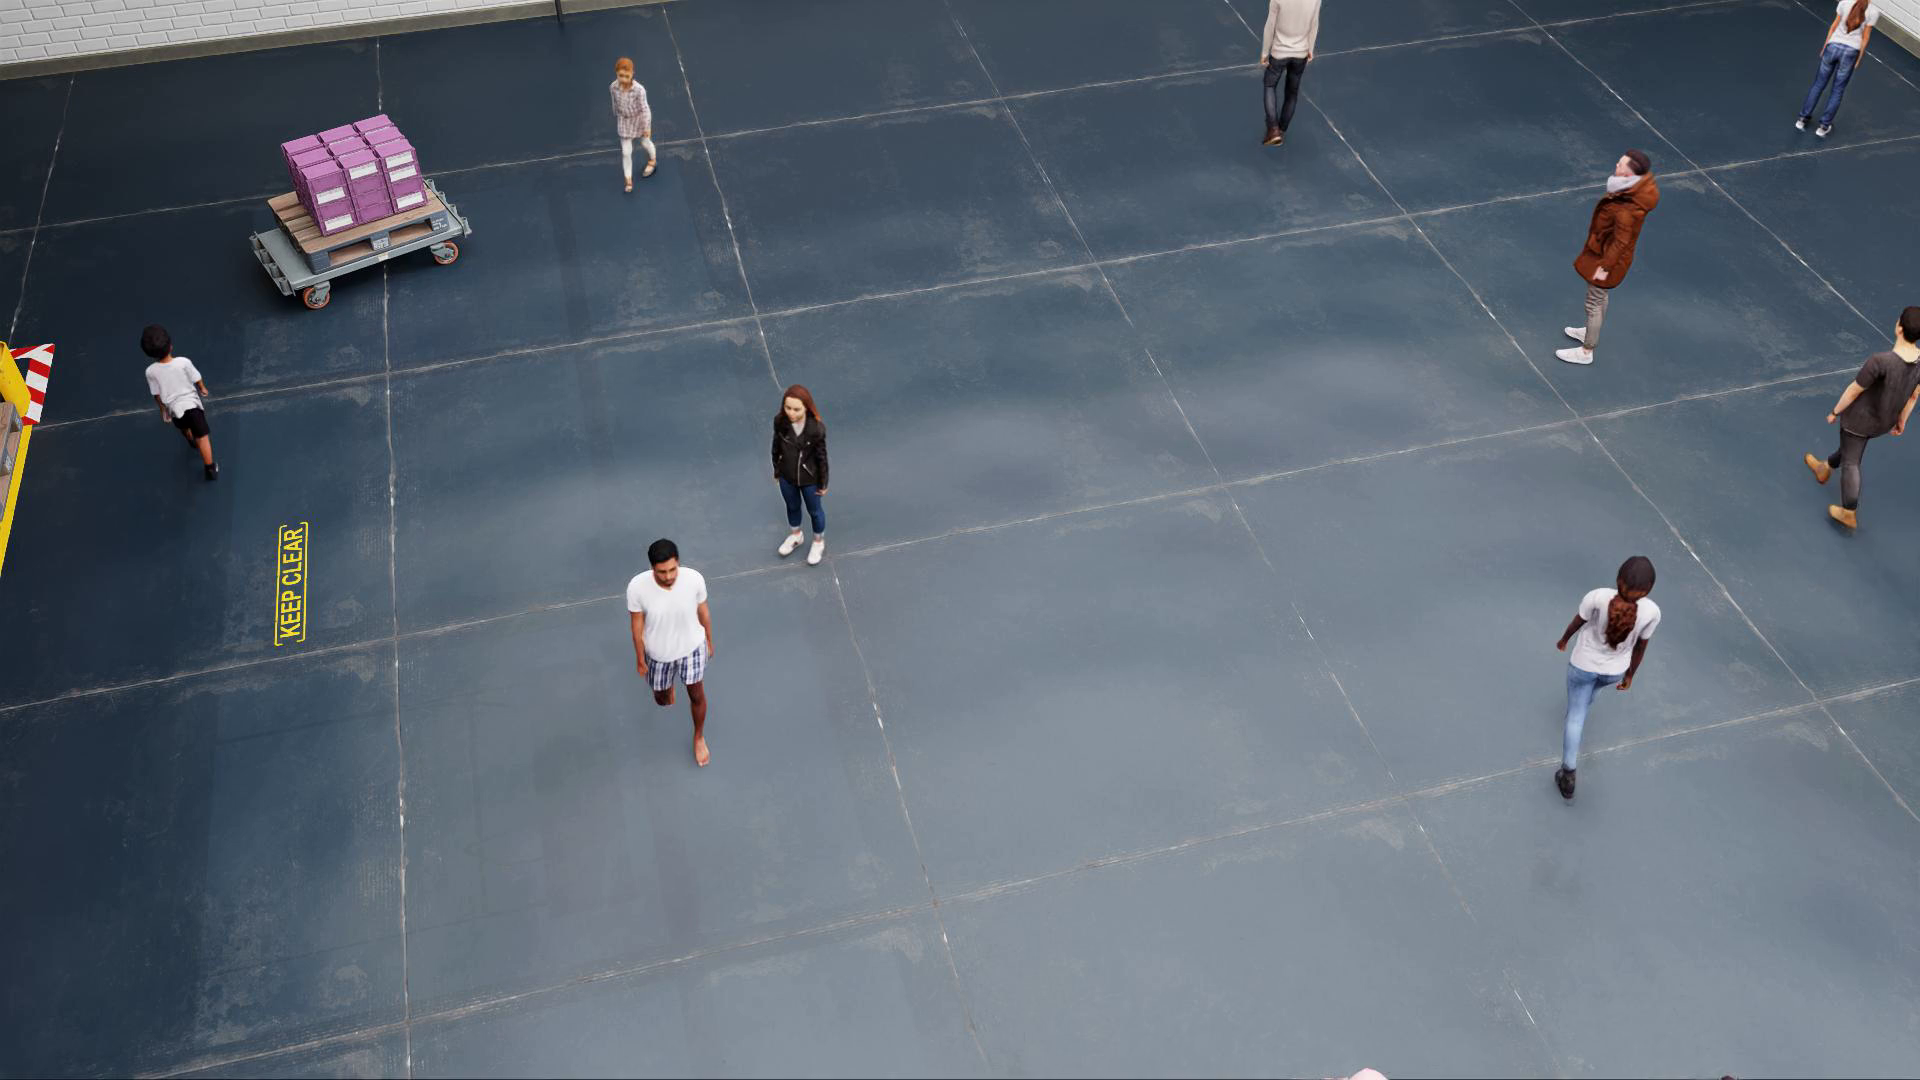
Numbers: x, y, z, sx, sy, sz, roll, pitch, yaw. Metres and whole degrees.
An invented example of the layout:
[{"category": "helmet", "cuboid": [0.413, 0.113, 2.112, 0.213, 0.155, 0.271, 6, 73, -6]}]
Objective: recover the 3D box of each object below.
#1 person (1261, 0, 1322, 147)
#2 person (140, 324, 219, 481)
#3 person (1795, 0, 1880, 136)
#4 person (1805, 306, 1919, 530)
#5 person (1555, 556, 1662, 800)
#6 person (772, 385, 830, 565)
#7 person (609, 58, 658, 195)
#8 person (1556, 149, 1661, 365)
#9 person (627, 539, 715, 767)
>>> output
[{"category": "person", "cuboid": [3.023, -4.418, 15.246, 0.775, 1.858, 0.897, 0, 44, 0]}, {"category": "person", "cuboid": [-5.642, -0.965, 12.078, 0.548, 1.229, 0.848, -14, 45, -15]}, {"category": "person", "cuboid": [8.293, -4.588, 15.640, 0.608, 1.561, 0.681, 29, 51, 27]}, {"category": "person", "cuboid": [6.391, -0.826, 11.604, 0.724, 1.680, 1.078, -4, 44, -5]}, {"category": "person", "cuboid": [3.782, 0.816, 9.881, 0.937, 1.680, 1.197, 9, 44, 9]}, {"category": "person", "cuboid": [-1.086, -0.473, 11.377, 0.646, 1.484, 0.681, 15, 46, 15]}, {"category": "person", "cuboid": [-2.932, -3.816, 15.045, 0.799, 1.264, 0.981, 12, 45, 13]}, {"category": "person", "cuboid": [5.055, -2.203, 12.936, 0.911, 1.837, 0.846, 20, 47, 20]}, {"category": "person", "cuboid": [-1.744, 0.595, 10.084, 0.626, 1.721, 0.836, -10, 45, -11]}]
